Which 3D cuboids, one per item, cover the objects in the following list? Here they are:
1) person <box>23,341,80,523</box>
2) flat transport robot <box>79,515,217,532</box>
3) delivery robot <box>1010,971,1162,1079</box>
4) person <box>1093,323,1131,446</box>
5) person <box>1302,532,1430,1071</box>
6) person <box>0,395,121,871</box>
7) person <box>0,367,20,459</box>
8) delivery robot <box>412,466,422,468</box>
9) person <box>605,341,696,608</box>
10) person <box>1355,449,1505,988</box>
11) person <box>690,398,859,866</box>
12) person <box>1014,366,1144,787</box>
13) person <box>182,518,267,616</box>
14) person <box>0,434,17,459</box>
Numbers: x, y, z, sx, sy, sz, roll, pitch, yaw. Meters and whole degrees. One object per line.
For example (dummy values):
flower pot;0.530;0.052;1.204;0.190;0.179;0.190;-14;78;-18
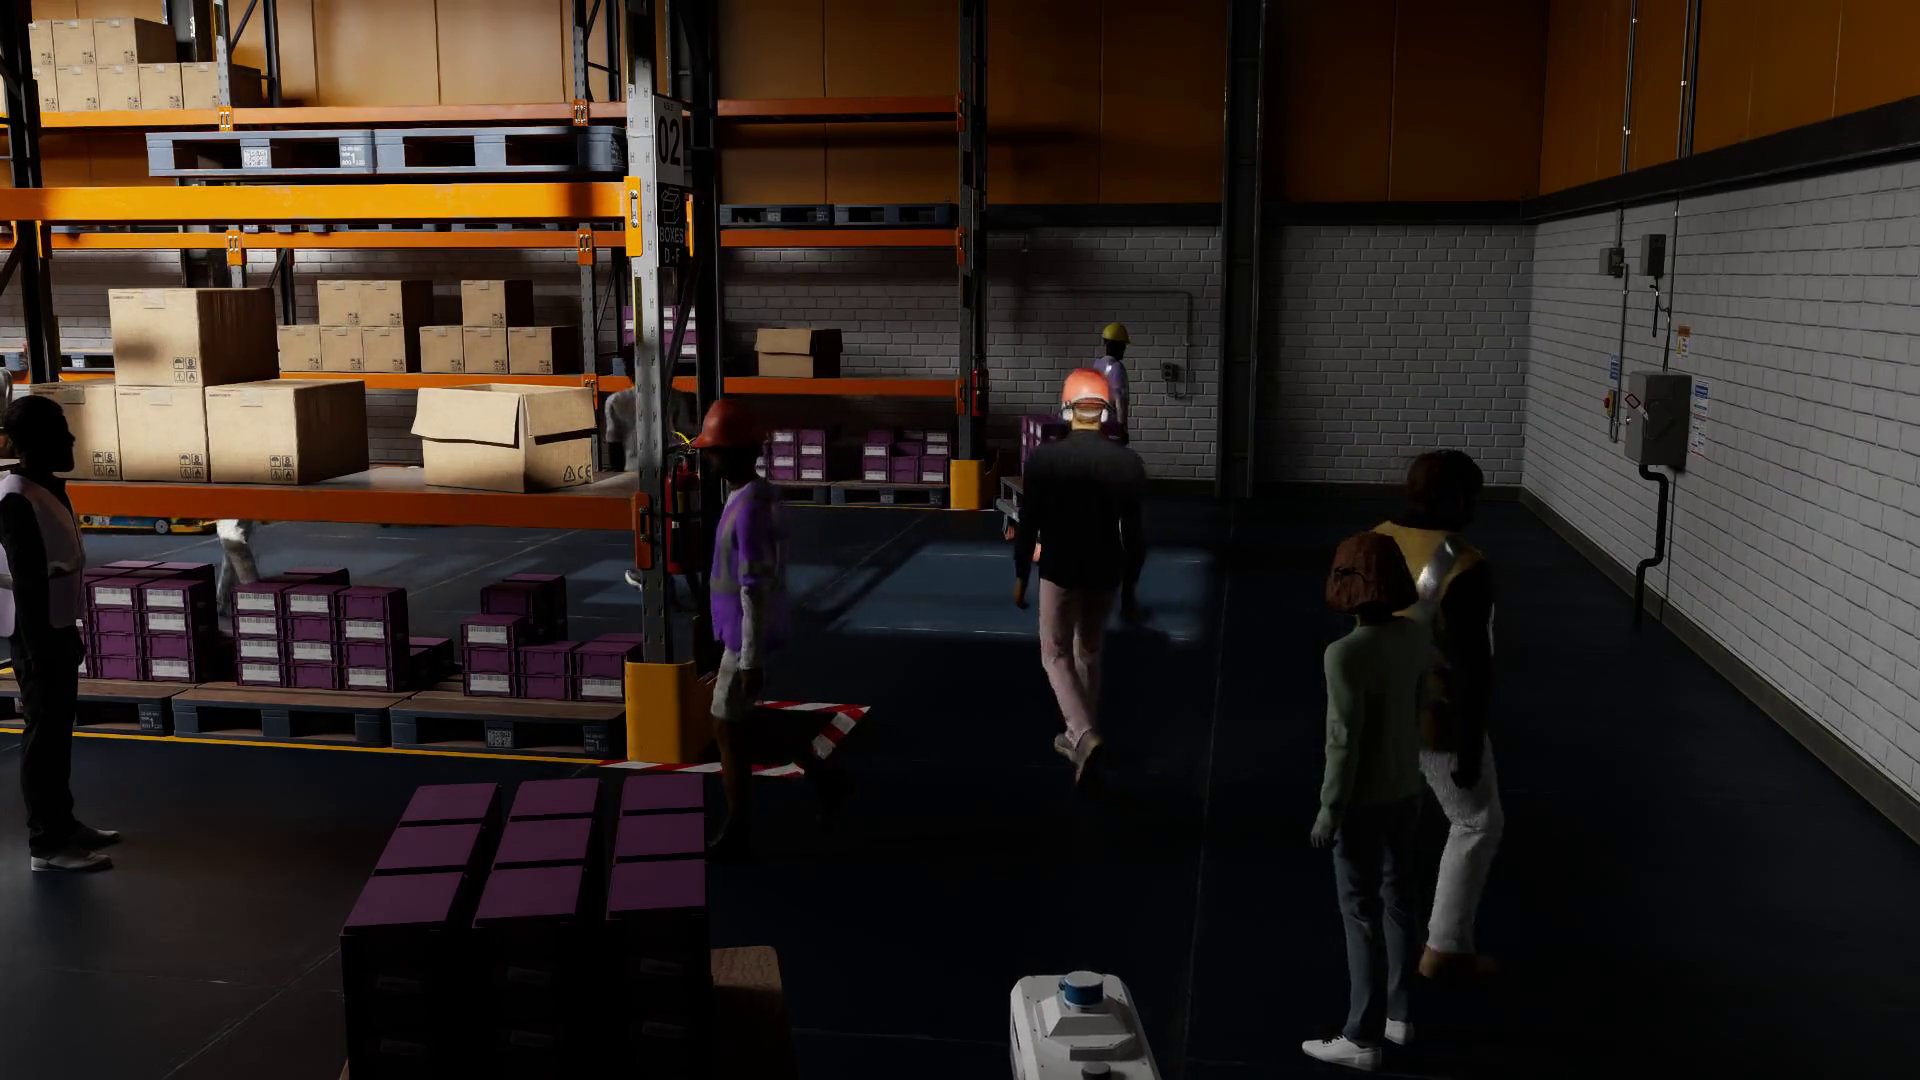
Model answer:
person;-7.423;-0.715;13.602;0.358;1.885;0.572;-7;11;-36
flat transport robot;-7.586;-0.226;15.561;1.431;0.197;0.652;1;9;6
delivery robot;0.325;1.385;4.399;0.477;0.478;0.707;0;9;-3
person;1.461;-1.114;15.947;0.365;1.927;0.587;-4;10;-21
person;1.240;0.789;5.055;0.279;1.631;0.502;9;13;44
person;-3.696;0.375;6.728;0.392;1.922;0.591;-3;10;-20
person;-7.528;-0.675;12.873;0.387;2.039;0.615;3;10;19
delivery robot;-5.170;-0.461;15.849;0.707;0.478;0.477;-2;10;-16
person;-2.240;-0.482;12.085;0.618;1.912;0.946;-5;11;-30
person;1.593;0.603;5.609;0.535;1.827;0.653;-5;10;-28
person;-0.796;0.375;6.745;0.656;1.916;0.560;-1;9;-7
person;0.591;0.163;7.904;0.615;1.970;0.825;-3;10;-17
person;-5.037;-0.213;11.348;0.819;1.598;0.533;4;10;23
person;-6.482;-0.175;11.070;0.314;1.638;0.555;3;10;17
